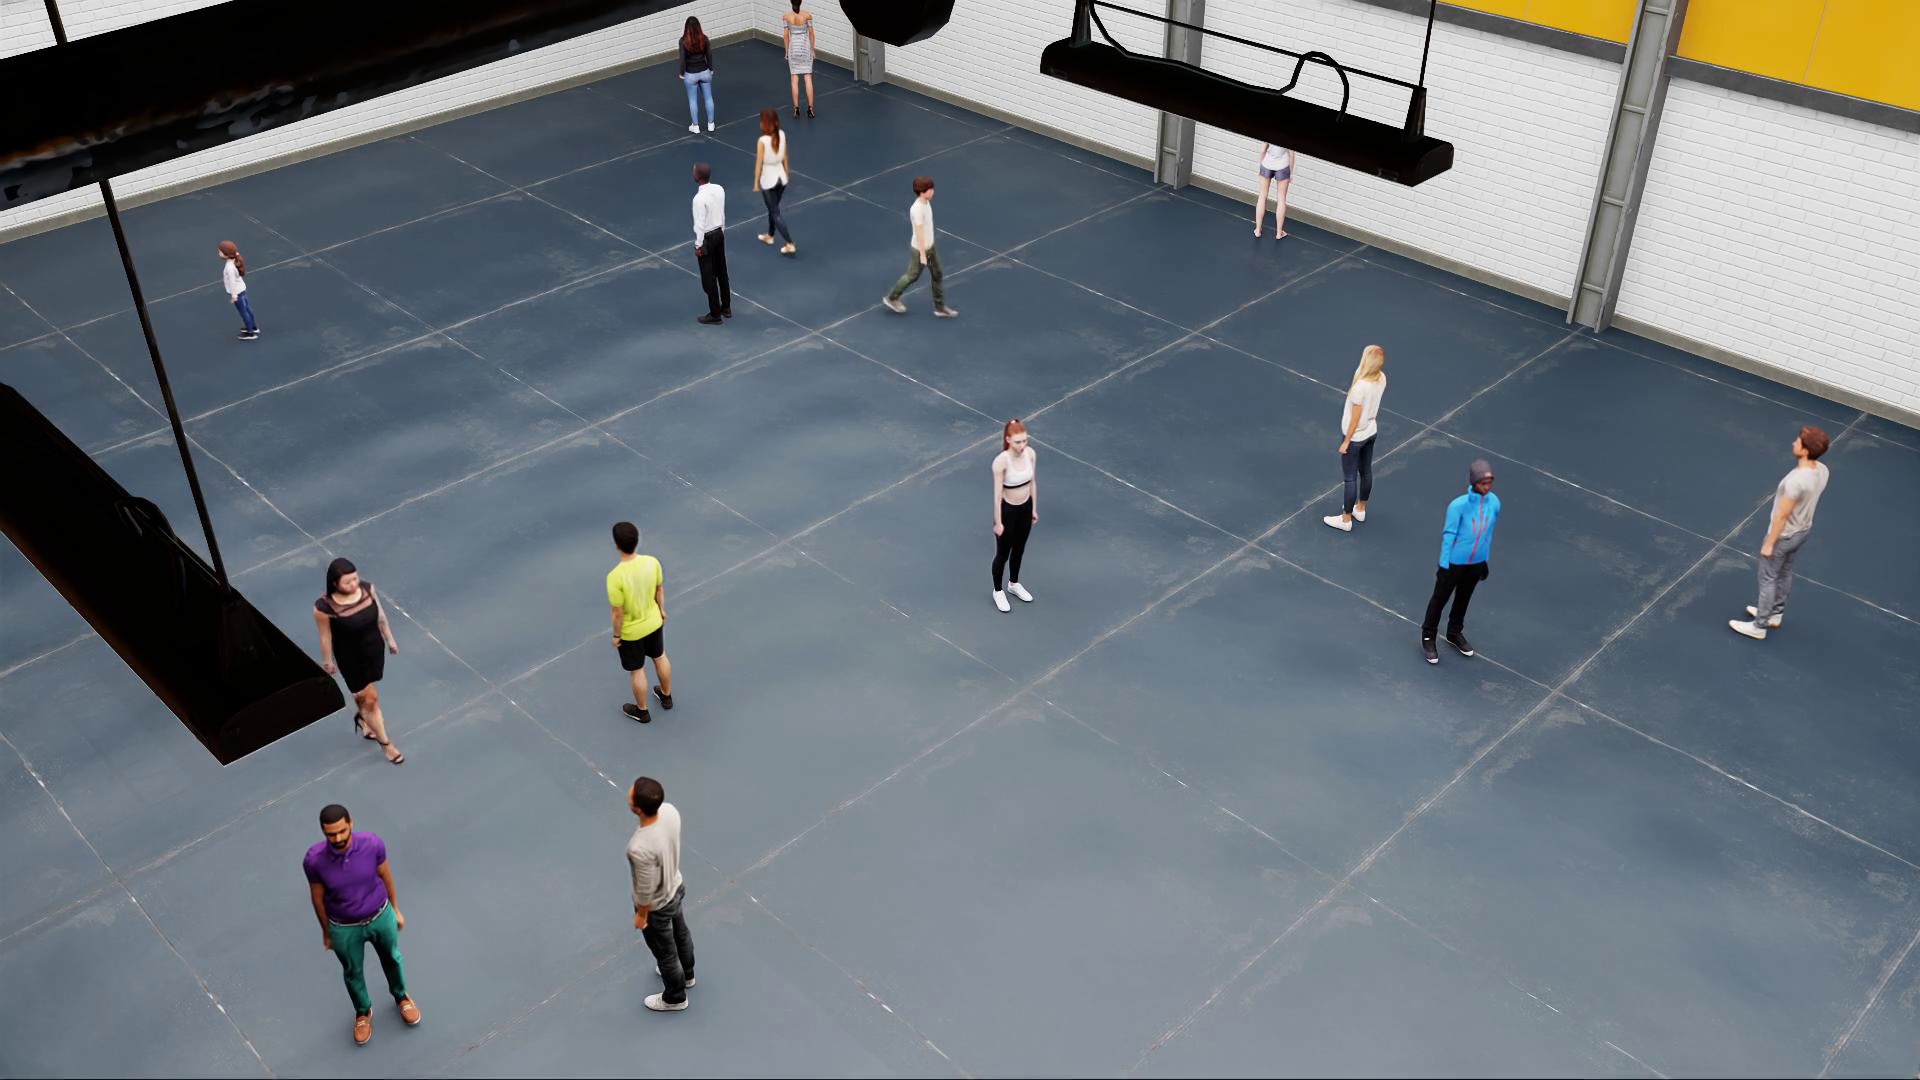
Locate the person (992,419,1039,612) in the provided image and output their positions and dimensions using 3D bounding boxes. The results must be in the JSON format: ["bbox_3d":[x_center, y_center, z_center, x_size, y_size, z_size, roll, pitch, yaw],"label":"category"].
[{"bbox_3d":[0.445,-0.221,13.825,0.618,1.742,0.551,-22,39,-29],"label":"person"}]

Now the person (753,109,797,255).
[{"bbox_3d":[-2.182,-4.248,19.866,0.965,1.761,0.651,25,41,33],"label":"person"}]

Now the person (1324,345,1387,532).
[{"bbox_3d":[3.571,-0.917,14.812,0.604,1.809,0.484,-28,43,-35],"label":"person"}]

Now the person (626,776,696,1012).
[{"bbox_3d":[-1.825,2.158,10.182,0.732,1.812,0.730,8,34,11],"label":"person"}]

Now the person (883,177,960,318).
[{"bbox_3d":[-0.495,-3.228,18.458,1.175,1.620,0.938,9,35,13],"label":"person"}]

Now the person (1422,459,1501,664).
[{"bbox_3d":[3.995,0.144,13.229,0.696,1.792,0.699,-9,35,-14],"label":"person"}]

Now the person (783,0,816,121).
[{"bbox_3d":[-2.299,-6.965,23.899,0.676,1.822,0.732,-1,34,-1],"label":"person"}]

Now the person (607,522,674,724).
[{"bbox_3d":[-2.431,0.615,12.597,0.618,1.707,0.497,-29,43,-36],"label":"person"}]

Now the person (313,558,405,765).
[{"bbox_3d":[-4.501,0.834,12.284,0.906,1.690,0.738,21,39,29],"label":"person"}]

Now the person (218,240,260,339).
[{"bbox_3d":[-7.904,-2.751,18.206,0.578,1.105,0.508,-8,34,-12],"label":"person"}]

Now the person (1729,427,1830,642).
[{"bbox_3d":[6.687,-0.053,13.437,0.652,1.892,0.548,-26,41,-33],"label":"person"}]

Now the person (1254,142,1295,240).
[{"bbox_3d":[3.849,-4.551,20.317,0.619,1.766,0.725,11,35,16],"label":"person"}]

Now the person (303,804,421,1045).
[{"bbox_3d":[-3.626,2.274,10.048,0.697,1.767,0.671,-16,37,-22],"label":"person"}]

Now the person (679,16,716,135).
[{"bbox_3d":[-3.708,-6.581,23.489,0.707,1.635,0.684,-14,36,-20],"label":"person"}]

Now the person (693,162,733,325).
[{"bbox_3d":[-2.754,-3.280,18.342,0.631,1.836,0.701,16,37,23],"label":"person"}]
